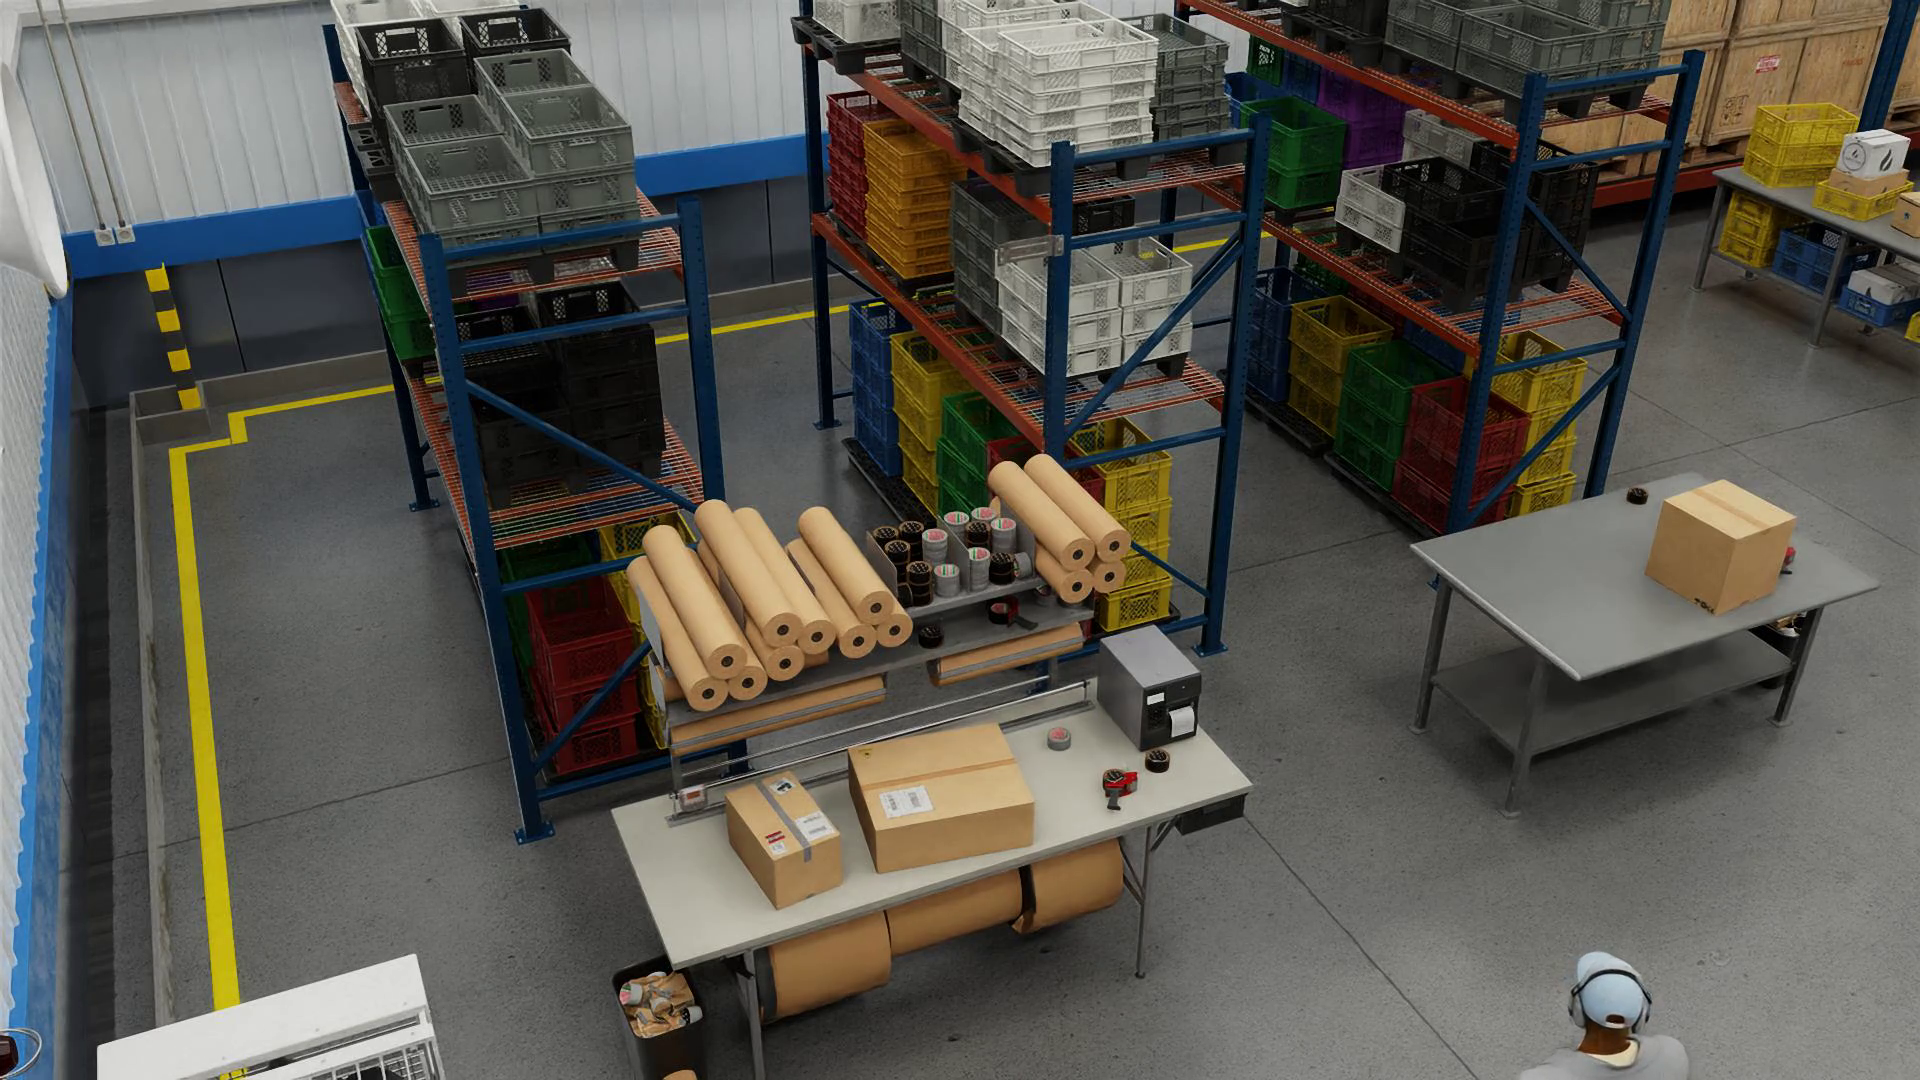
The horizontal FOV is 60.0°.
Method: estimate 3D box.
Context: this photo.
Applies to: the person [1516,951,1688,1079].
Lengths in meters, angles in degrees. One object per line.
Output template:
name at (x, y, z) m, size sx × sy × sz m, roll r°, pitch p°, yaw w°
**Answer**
person at (1.878, 2.004, 5.207) m, size 0.596 × 1.849 × 0.386 m, roll -10°, pitch 33°, yaw -16°
